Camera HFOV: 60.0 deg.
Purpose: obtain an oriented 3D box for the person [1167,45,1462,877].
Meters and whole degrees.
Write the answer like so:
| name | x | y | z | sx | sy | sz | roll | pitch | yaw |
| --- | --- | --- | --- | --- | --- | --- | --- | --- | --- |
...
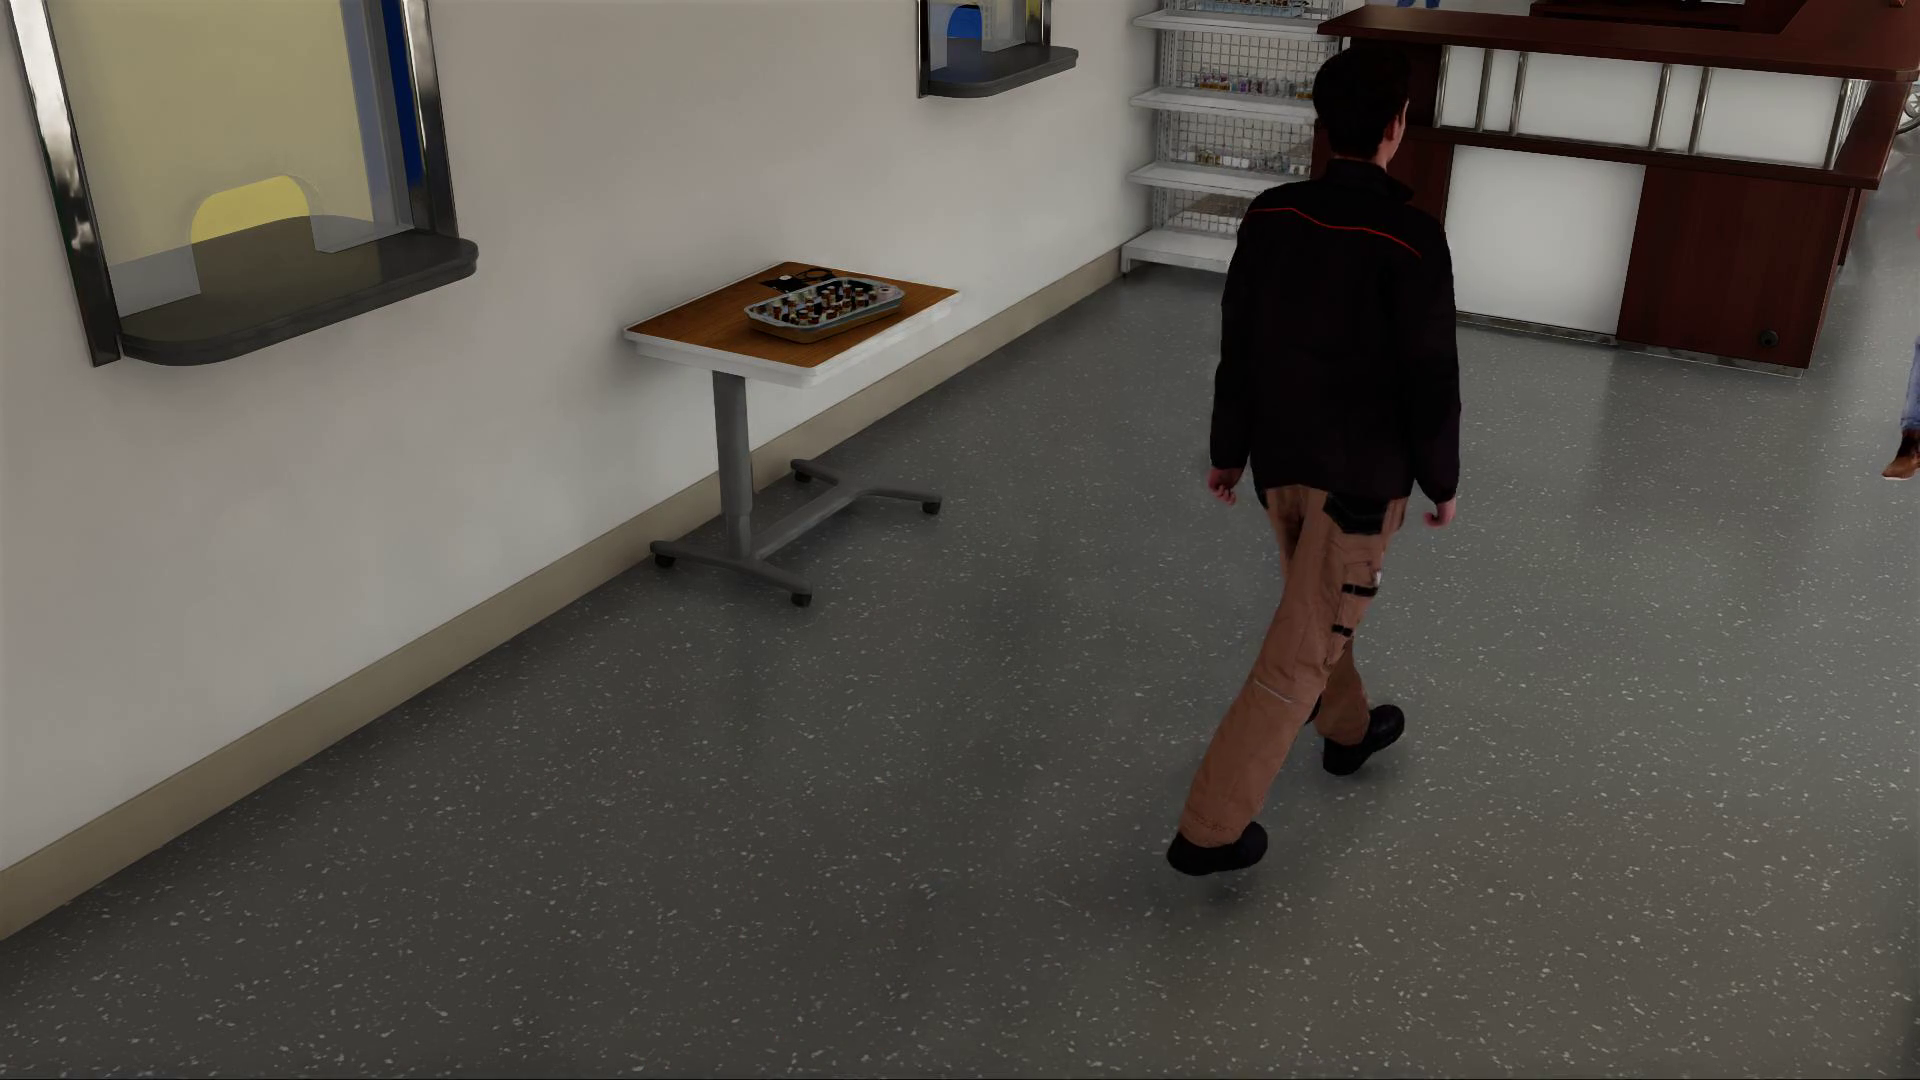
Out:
| name | x | y | z | sx | sy | sz | roll | pitch | yaw |
| --- | --- | --- | --- | --- | --- | --- | --- | --- | --- |
| person | 0.774 | -0.087 | 3.736 | 1.011 | 1.877 | 1.269 | -23 | 34 | -39 |
